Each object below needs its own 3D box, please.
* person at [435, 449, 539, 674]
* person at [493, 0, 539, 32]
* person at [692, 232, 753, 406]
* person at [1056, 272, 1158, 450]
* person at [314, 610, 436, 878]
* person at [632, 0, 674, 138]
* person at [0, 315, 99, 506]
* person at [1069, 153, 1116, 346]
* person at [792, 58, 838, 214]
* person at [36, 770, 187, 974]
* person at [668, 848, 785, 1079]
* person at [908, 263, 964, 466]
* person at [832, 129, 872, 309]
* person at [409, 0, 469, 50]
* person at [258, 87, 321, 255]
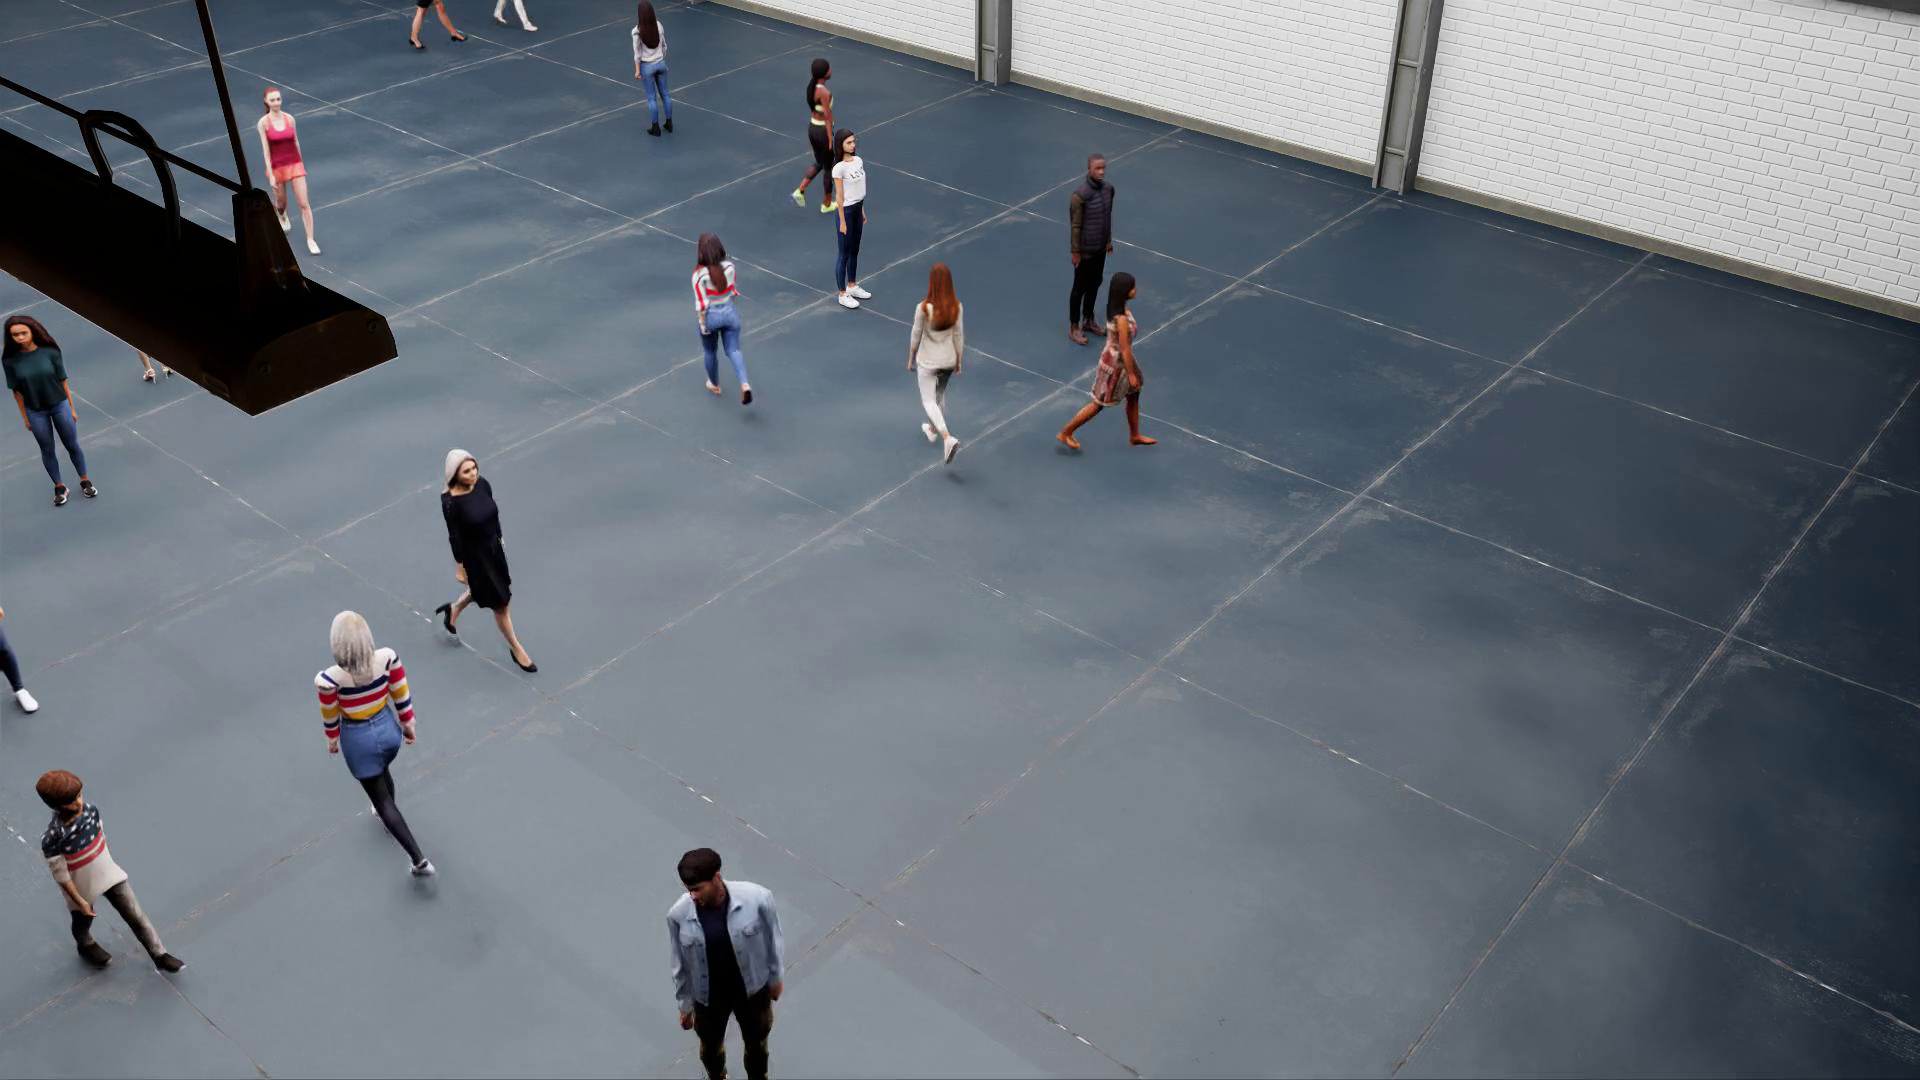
[{"bbox_3d":[-3.351,0.127,11.429,1.141,1.716,0.735,16,37,22],"label":"person"},{"bbox_3d":[-6.602,-8.256,24.069,1.159,1.686,0.733,18,38,25],"label":"person"},{"bbox_3d":[-2.078,-1.919,14.620,0.800,1.592,1.047,-18,38,-25],"label":"person"},{"bbox_3d":[1.214,-1.439,13.880,1.171,1.611,1.035,2,34,2],"label":"person"},{"bbox_3d":[-3.411,1.223,9.726,0.734,1.776,1.145,-27,42,-35],"label":"person"},{"bbox_3d":[-3.760,-5.792,20.411,0.631,1.632,0.558,-26,41,-33],"label":"person"},{"bbox_3d":[-7.299,-1.059,13.303,0.684,1.617,0.704,-17,37,-24],"label":"person"},{"bbox_3d":[1.227,-2.761,15.666,0.710,1.835,0.594,-28,43,-35],"label":"person"},{"bbox_3d":[-1.594,-4.390,18.203,0.762,1.740,0.825,-21,39,-28],"label":"person"},{"bbox_3d":[-4.835,1.841,9.132,0.983,1.405,0.648,17,37,23],"label":"person"},{"bbox_3d":[-1.122,2.209,8.221,0.824,1.801,0.868,-13,36,-19],"label":"person"},{"bbox_3d":[-0.160,-1.440,13.811,0.903,1.689,1.114,-14,36,-19],"label":"person"},{"bbox_3d":[-1.100,-3.173,16.340,0.583,1.775,0.628,16,37,23],"label":"person"},{"bbox_3d":[-7.524,-7.608,23.172,1.019,1.600,1.069,-10,35,-14],"label":"person"},{"bbox_3d":[-7.113,-3.912,17.490,0.768,1.734,1.105,-21,39,-28],"label":"person"}]
